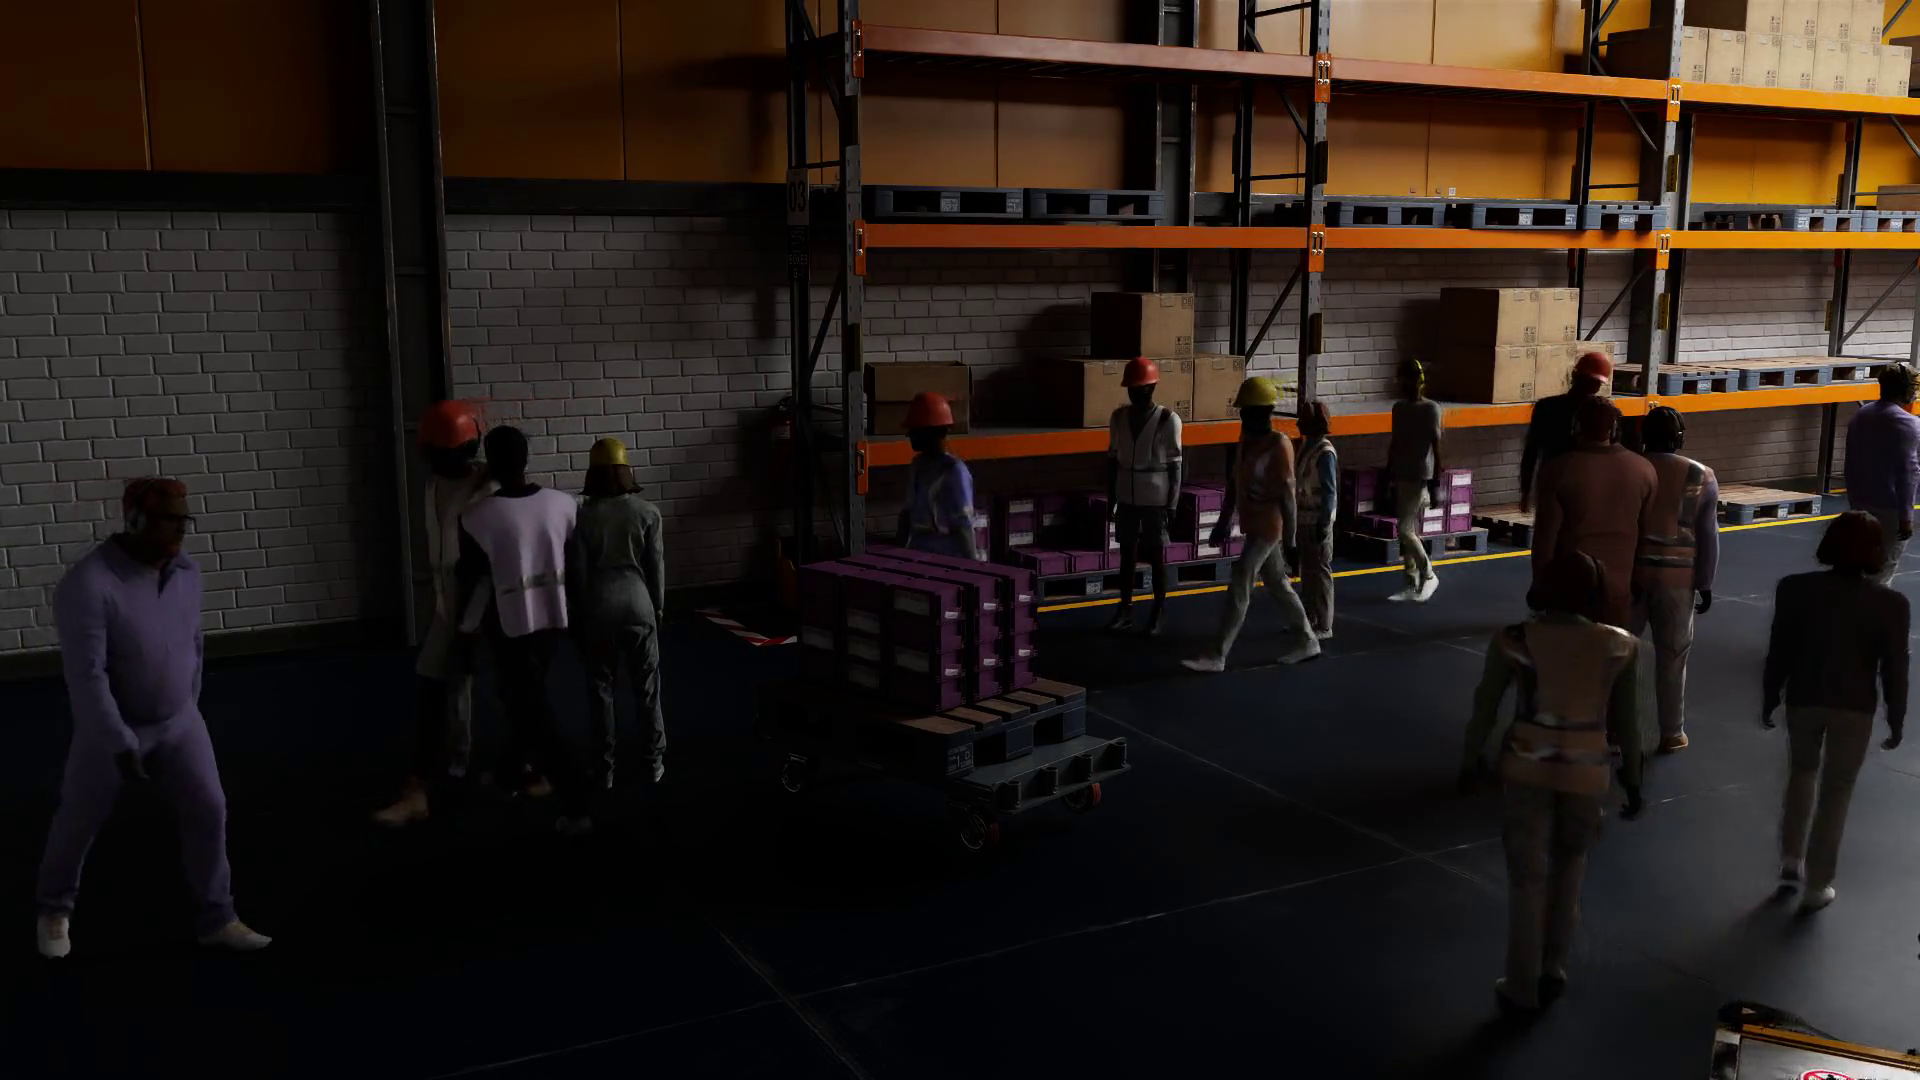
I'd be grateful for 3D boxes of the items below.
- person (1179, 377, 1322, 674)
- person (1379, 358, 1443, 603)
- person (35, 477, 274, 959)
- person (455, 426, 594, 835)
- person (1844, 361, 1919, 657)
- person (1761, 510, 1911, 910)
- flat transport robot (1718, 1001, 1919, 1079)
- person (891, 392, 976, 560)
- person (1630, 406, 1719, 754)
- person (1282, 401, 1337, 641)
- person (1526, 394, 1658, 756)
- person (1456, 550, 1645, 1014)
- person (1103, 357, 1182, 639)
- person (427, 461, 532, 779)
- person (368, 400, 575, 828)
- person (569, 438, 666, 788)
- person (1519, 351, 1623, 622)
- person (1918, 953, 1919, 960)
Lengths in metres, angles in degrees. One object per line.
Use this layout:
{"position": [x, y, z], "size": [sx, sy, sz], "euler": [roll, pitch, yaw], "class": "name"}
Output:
{"position": [1.893, -0.093, 10.479], "size": [1.012, 1.873, 0.586], "euler": [-2, 10, -10], "class": "person"}
{"position": [3.372, -0.433, 12.470], "size": [0.423, 1.857, 0.546], "euler": [-4, 11, -22], "class": "person"}
{"position": [-3.132, 0.665, 6.247], "size": [0.923, 1.841, 0.674], "euler": [5, 11, 25], "class": "person"}
{"position": [-2.002, 0.408, 7.661], "size": [1.037, 1.867, 0.599], "euler": [9, 13, 42], "class": "person"}
{"position": [6.031, -0.202, 10.900], "size": [0.366, 1.938, 0.630], "euler": [-1, 10, -4], "class": "person"}
{"position": [3.534, 0.681, 6.722], "size": [0.526, 1.614, 0.428], "euler": [9, 14, 43], "class": "person"}
{"position": [2.448, 1.712, 4.675], "size": [0.652, 0.197, 1.431], "euler": [5, 11, 27], "class": "flat transport robot"}
{"position": [-0.199, 0.137, 9.094], "size": [0.999, 1.880, 0.554], "euler": [-4, 11, -21], "class": "person"}
{"position": [3.664, 0.209, 8.811], "size": [0.633, 1.842, 0.429], "euler": [5, 11, 28], "class": "person"}
{"position": [2.405, -0.126, 11.326], "size": [0.311, 1.638, 0.521], "euler": [-1, 10, -7], "class": "person"}
{"position": [3.271, 0.196, 8.699], "size": [0.643, 1.910, 0.400], "euler": [-1, 10, -5], "class": "person"}
{"position": [2.062, 0.834, 5.837], "size": [0.619, 1.613, 0.486], "euler": [2, 10, 9], "class": "person"}
{"position": [1.233, -0.285, 11.388], "size": [0.551, 1.932, 0.378], "euler": [6, 12, 33], "class": "person"}
{"position": [-2.387, 0.406, 8.313], "size": [0.512, 1.614, 0.421], "euler": [-4, 11, -23], "class": "person"}
{"position": [-2.269, 0.321, 7.786], "size": [0.608, 1.988, 0.999], "euler": [7, 12, 35], "class": "person"}
{"position": [-1.703, 0.361, 8.244], "size": [0.483, 1.735, 0.313], "euler": [-3, 10, -19], "class": "person"}
{"position": [4.254, -0.328, 11.579], "size": [0.689, 1.960, 0.409], "euler": [6, 11, 30], "class": "person"}
{"position": [1.663, 1.333, 2.817], "size": [0.447, 1.679, 0.586], "euler": [8, 13, 40], "class": "person"}
